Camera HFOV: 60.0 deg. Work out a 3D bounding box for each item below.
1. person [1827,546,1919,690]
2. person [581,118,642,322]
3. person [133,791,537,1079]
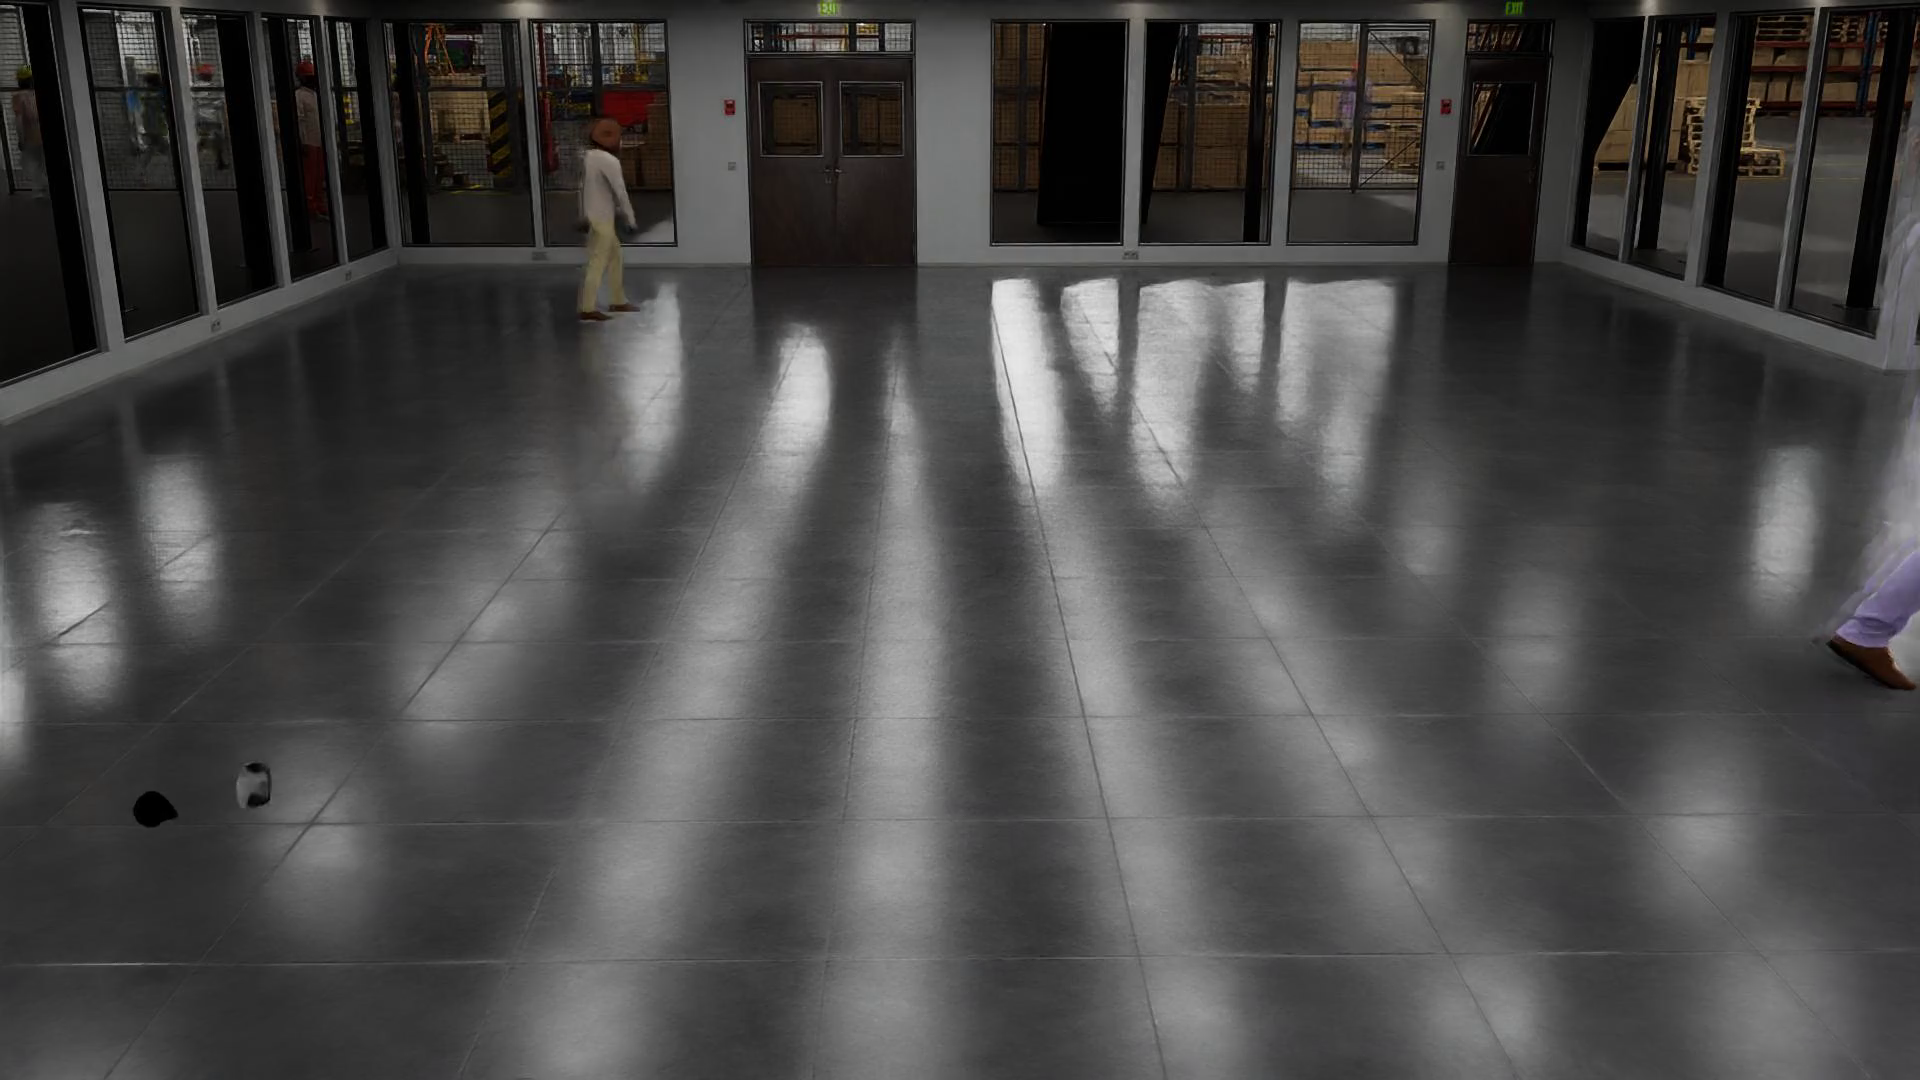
[{"bbox_3d":[3.379,-0.327,5.296,0.969,1.867,0.656,11,20,33],"label":"person"},{"bbox_3d":[-2.779,-2.558,13.333,0.707,1.600,0.513,-11,19,-32],"label":"person"},{"bbox_3d":[-0.453,0.906,1.093,0.532,1.870,0.315,-8,18,-26],"label":"person"}]
